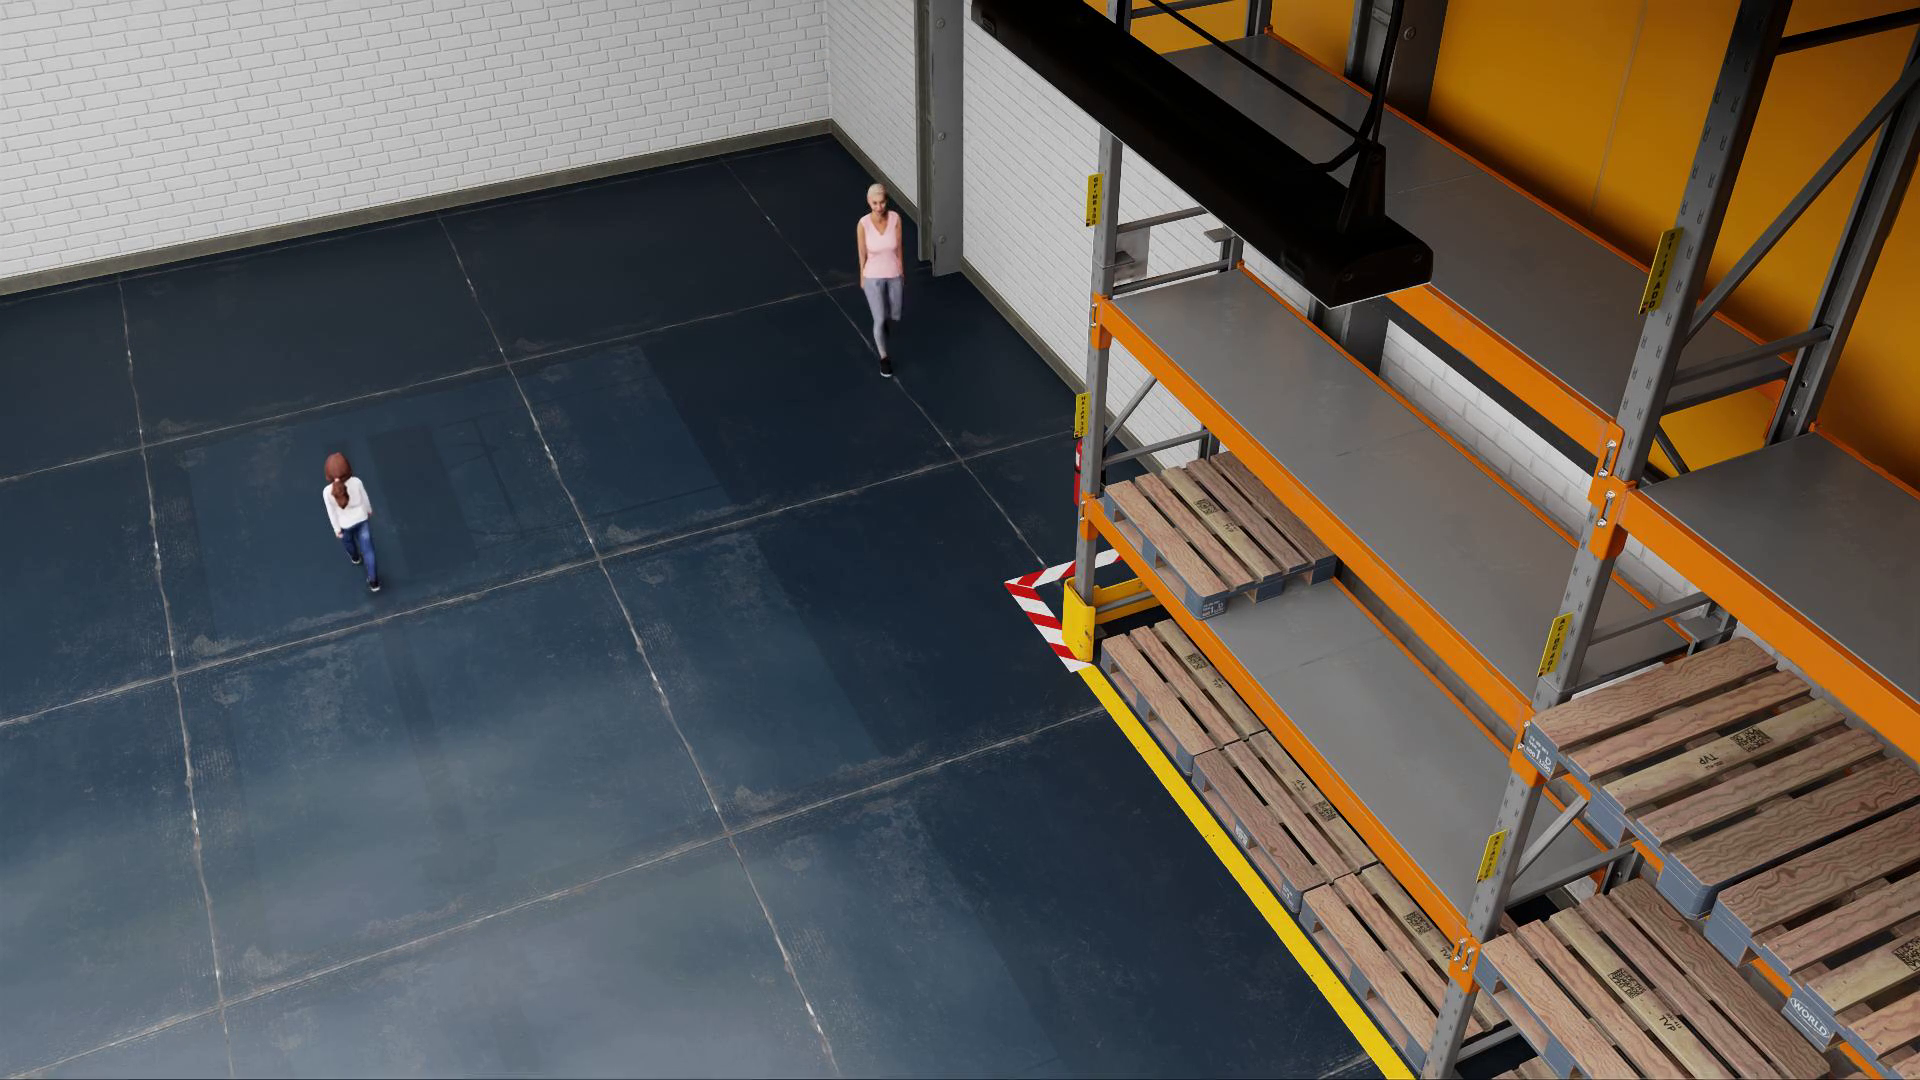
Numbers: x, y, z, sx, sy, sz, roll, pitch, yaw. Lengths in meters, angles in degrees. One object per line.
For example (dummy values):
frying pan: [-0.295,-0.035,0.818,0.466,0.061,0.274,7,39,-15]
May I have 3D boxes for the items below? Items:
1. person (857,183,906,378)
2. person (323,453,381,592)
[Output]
person: [-0.667,-2.271,14.139,0.643,1.709,0.950,-10,40,-12]
person: [-4.351,-0.117,11.946,0.493,1.080,0.801,-20,43,-23]
